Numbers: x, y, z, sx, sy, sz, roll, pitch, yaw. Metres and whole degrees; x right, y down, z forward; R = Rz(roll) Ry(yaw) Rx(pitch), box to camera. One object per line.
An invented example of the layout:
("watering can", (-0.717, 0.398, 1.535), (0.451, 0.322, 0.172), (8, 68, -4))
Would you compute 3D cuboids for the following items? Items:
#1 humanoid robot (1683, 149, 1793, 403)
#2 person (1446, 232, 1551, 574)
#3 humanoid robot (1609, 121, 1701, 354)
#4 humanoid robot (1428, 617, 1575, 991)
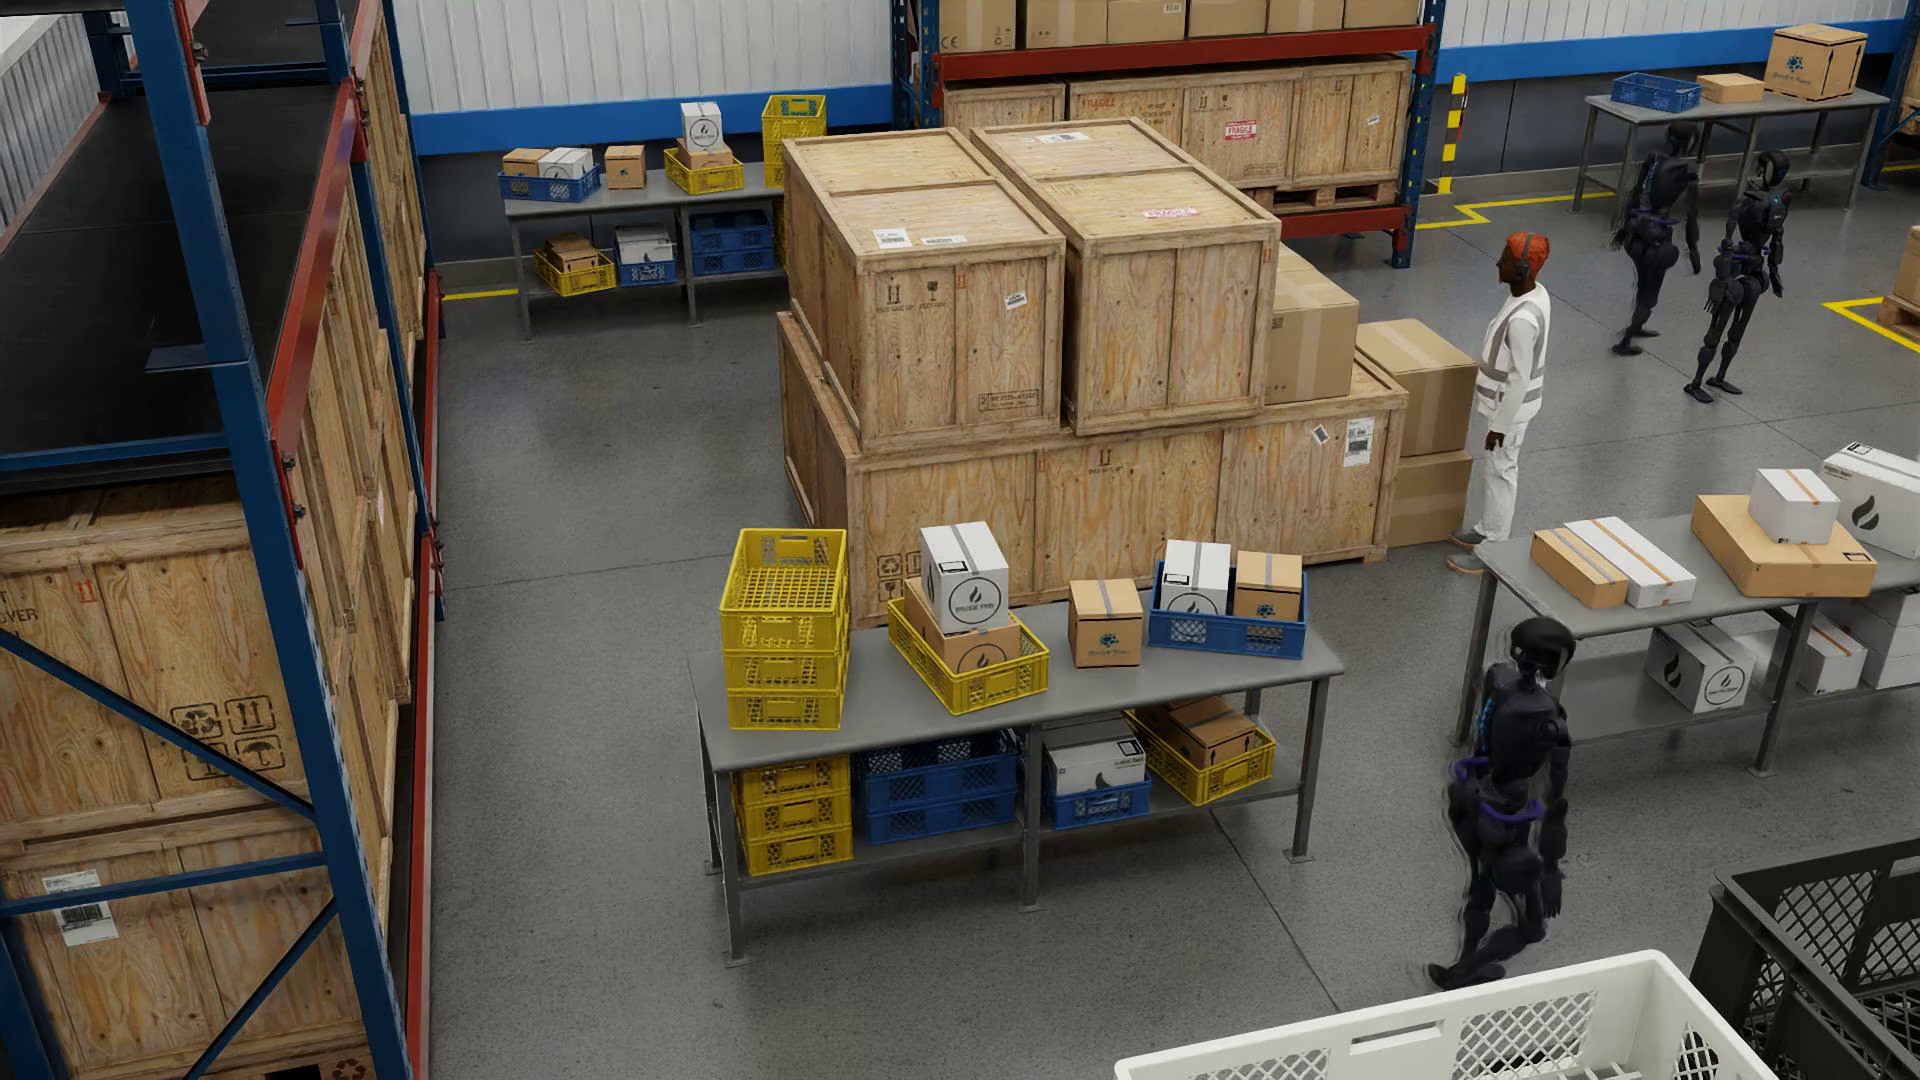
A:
("humanoid robot", (5.068, -1.708, 10.744), (0.609, 1.656, 0.315), (-14, 32, -24))
("person", (2.850, -0.697, 8.713), (0.360, 1.879, 0.573), (10, 30, 17))
("humanoid robot", (4.821, -2.095, 11.490), (0.569, 1.620, 0.627), (-9, 30, -16))
("humanoid robot", (1.912, 0.990, 5.858), (0.363, 1.652, 0.629), (-7, 30, -12))
